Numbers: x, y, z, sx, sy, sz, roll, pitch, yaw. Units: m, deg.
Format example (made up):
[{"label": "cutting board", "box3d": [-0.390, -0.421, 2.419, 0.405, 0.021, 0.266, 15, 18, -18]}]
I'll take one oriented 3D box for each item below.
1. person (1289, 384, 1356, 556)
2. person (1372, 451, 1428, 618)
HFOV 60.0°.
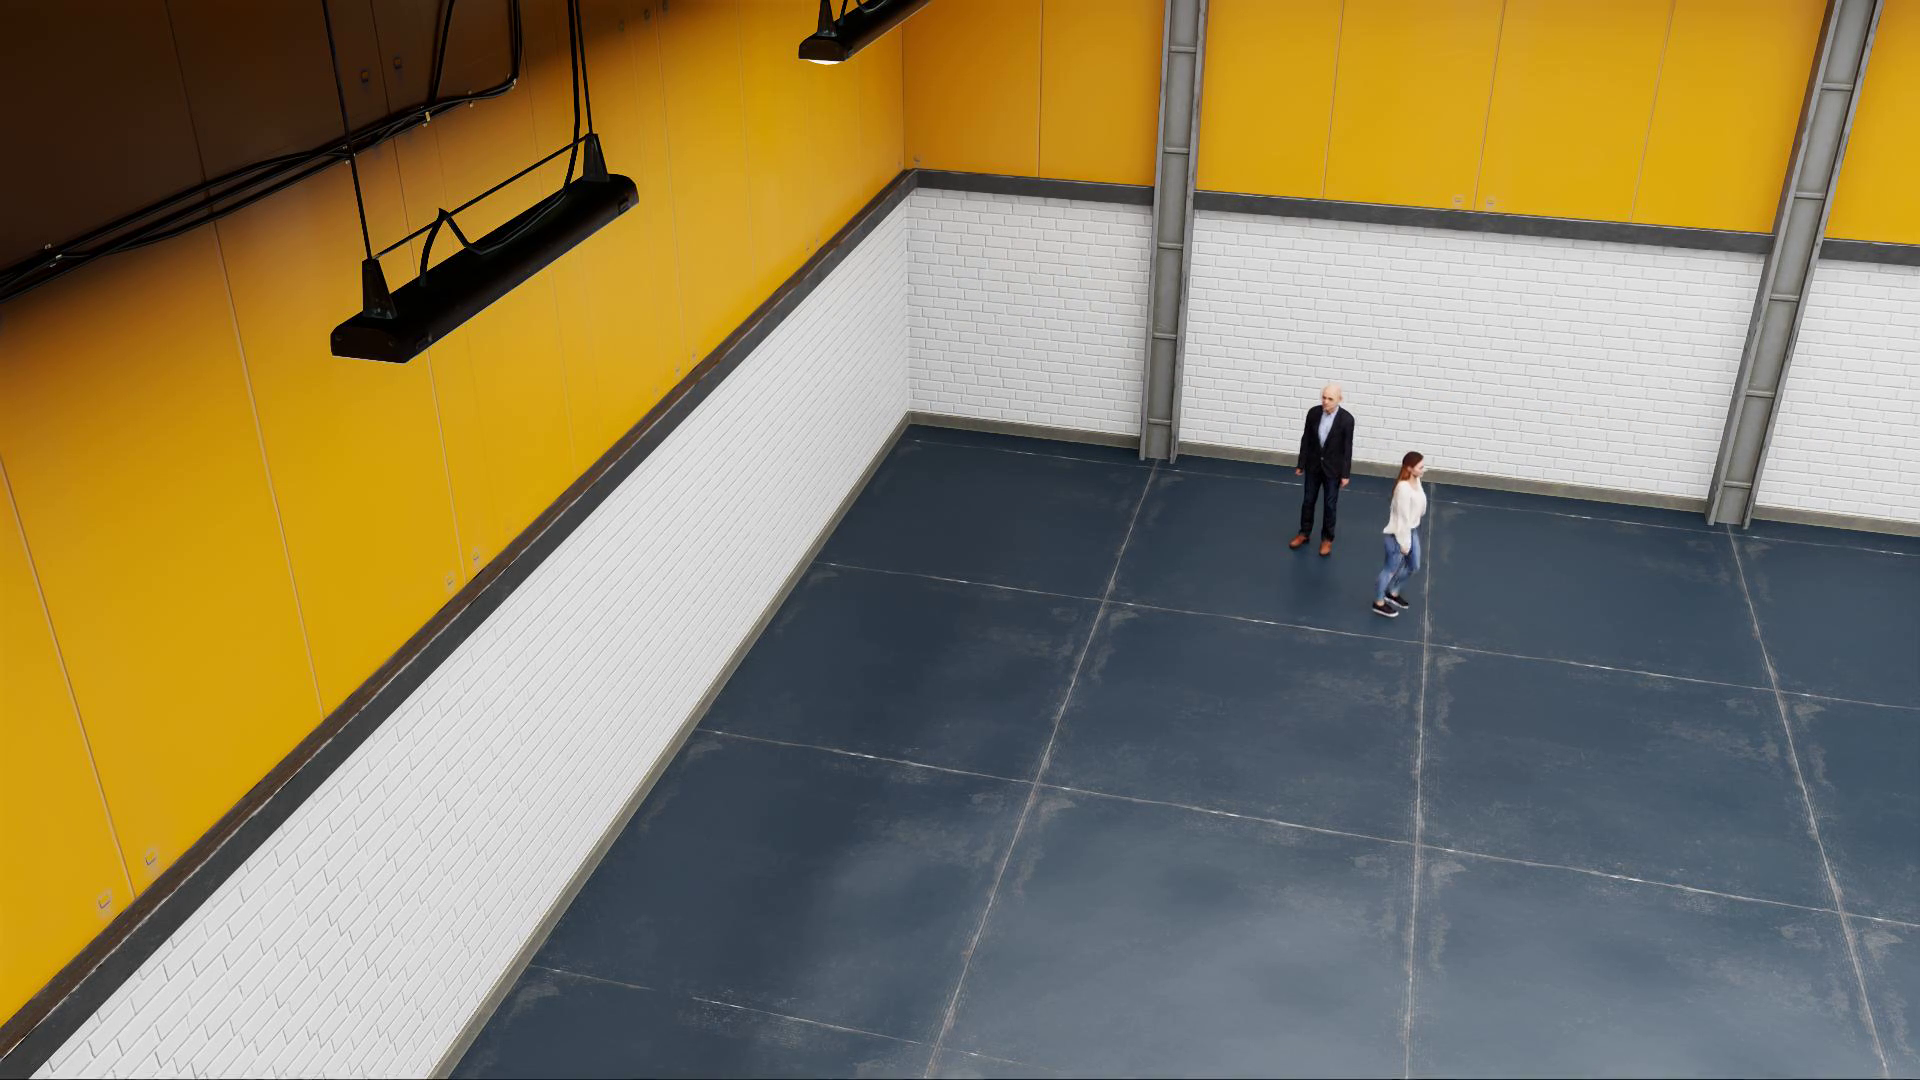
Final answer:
[{"label": "person", "box3d": [3.622, -0.729, 16.522, 0.621, 1.798, 0.812, 17, 33, 28]}, {"label": "person", "box3d": [4.010, -0.065, 15.430, 0.704, 1.678, 0.712, 20, 35, 33]}]
